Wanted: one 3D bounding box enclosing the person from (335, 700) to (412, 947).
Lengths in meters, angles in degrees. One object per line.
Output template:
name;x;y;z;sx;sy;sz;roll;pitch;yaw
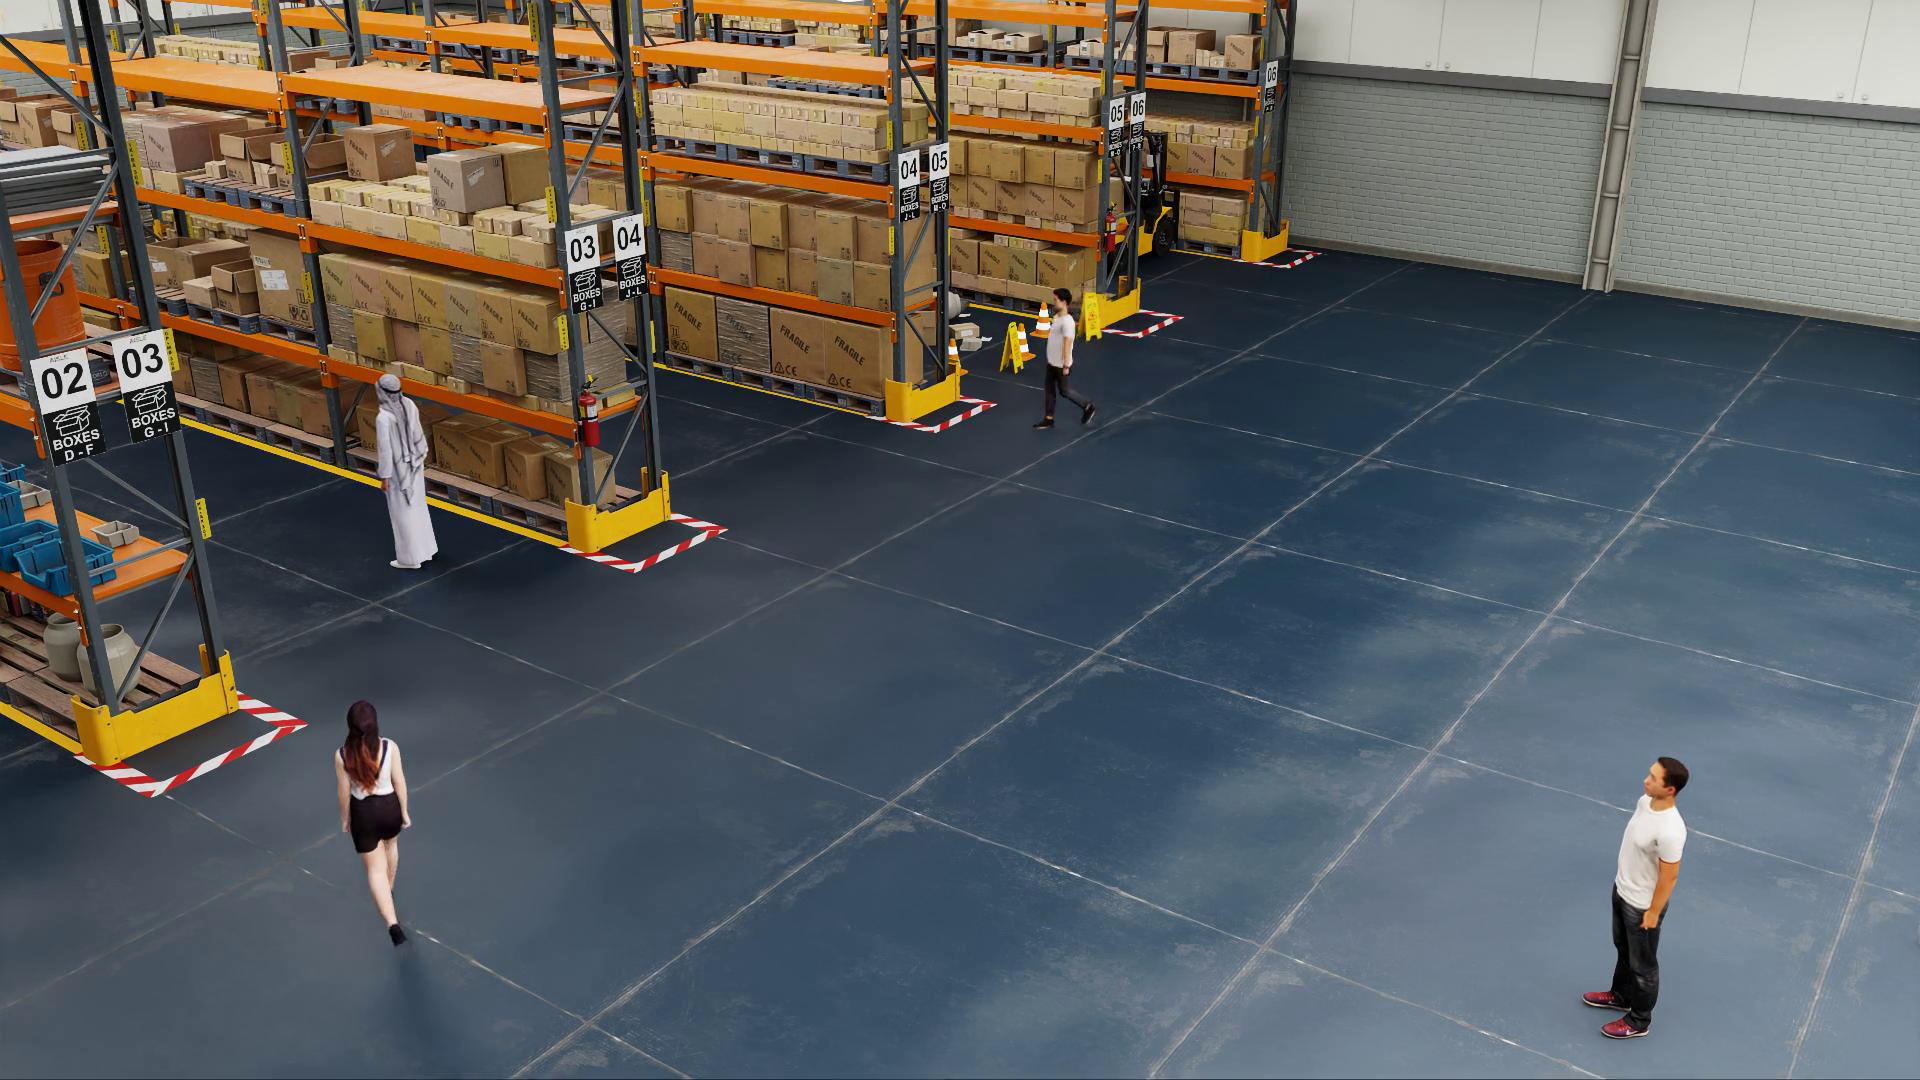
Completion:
person;-3.670;1.807;10.468;0.907;1.611;1.129;-11;25;-24

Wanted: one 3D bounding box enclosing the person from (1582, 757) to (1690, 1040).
person;3.975;2.053;9.643;0.731;1.804;0.712;0;23;0

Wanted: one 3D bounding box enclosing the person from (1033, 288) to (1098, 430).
person;1.256;-2.122;19.593;1.067;1.701;1.041;-6;24;-13

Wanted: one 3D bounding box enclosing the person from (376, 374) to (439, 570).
person;-5.320;-0.664;15.877;0.719;1.926;0.755;9;25;20
